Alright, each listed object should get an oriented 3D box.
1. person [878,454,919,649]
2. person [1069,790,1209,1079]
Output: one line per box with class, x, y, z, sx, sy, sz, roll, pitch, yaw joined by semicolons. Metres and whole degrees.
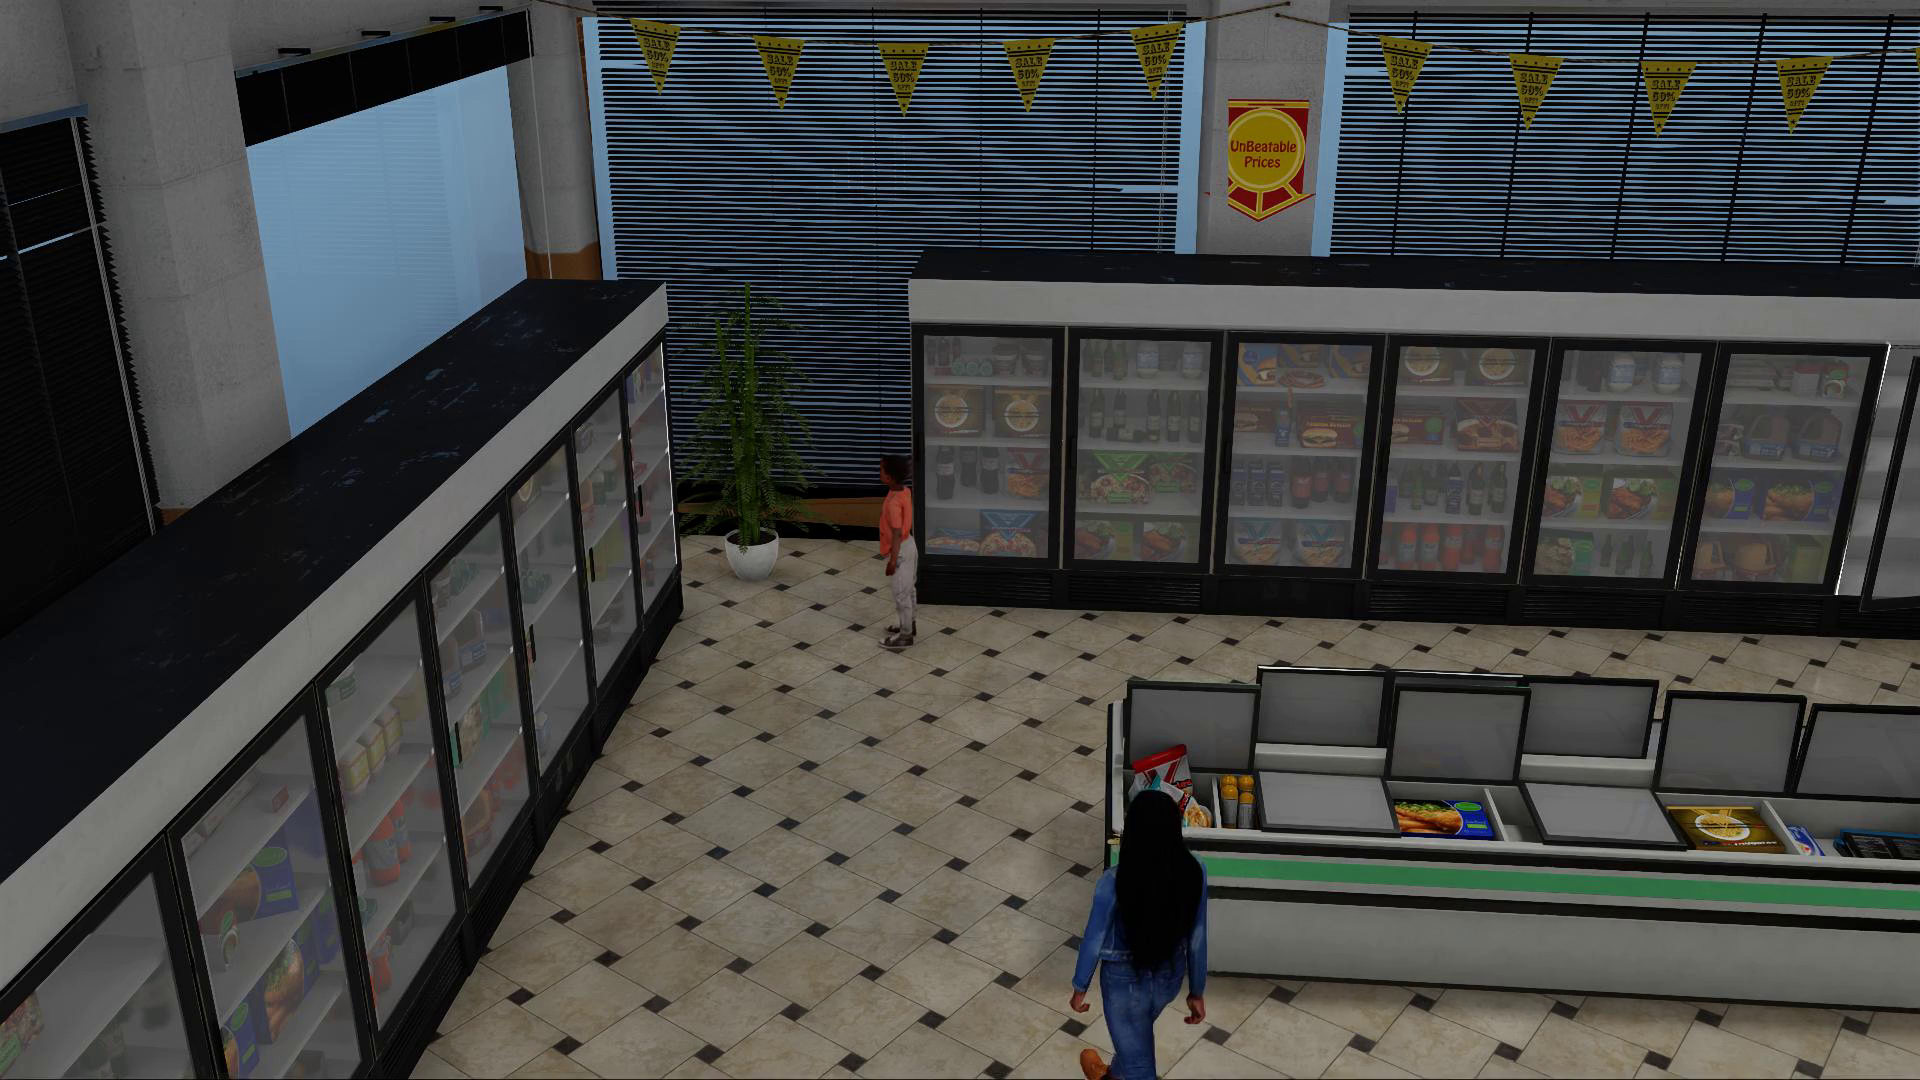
person;-0.384;0.062;10.773;0.496;1.309;0.500;4;22;11
person;0.710;1.744;6.110;1.186;1.665;1.041;-9;23;-21
